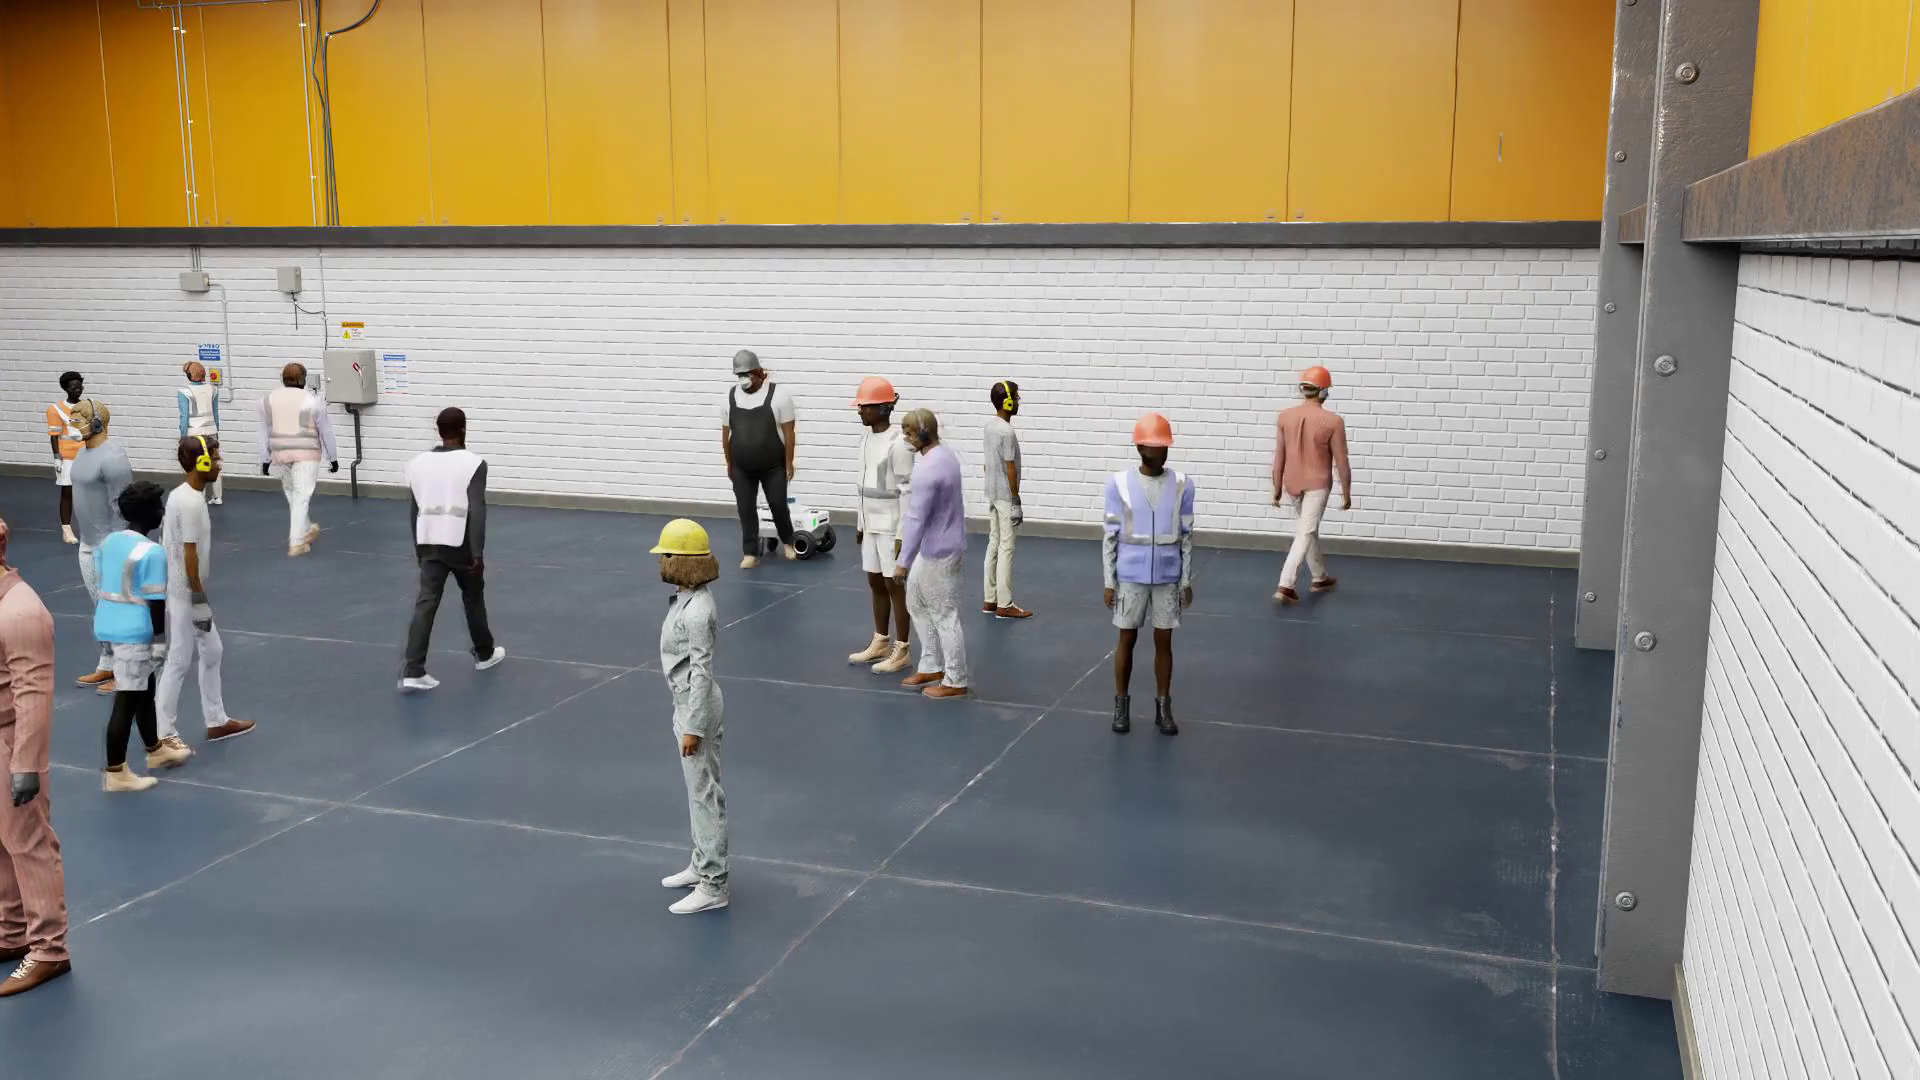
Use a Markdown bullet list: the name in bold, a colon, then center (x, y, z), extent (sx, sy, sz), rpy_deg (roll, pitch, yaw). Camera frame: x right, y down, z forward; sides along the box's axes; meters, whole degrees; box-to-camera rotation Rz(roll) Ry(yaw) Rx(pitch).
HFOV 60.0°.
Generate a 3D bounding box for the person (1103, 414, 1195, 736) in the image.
- **person**: center (1.134, 0.212, 9.963), extent (0.553, 1.936, 0.480), rpy_deg (0, 10, -2)

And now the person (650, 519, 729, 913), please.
- **person**: center (-1.193, 0.768, 7.333), extent (0.297, 1.745, 0.484), rpy_deg (-2, 10, -13)

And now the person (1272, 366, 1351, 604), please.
- **person**: center (2.891, -0.461, 13.708), extent (0.641, 1.945, 1.038), rpy_deg (9, 14, 43)

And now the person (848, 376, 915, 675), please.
- **person**: center (-0.554, -0.100, 11.375), extent (0.392, 2.041, 0.615), rpy_deg (-6, 12, -32)

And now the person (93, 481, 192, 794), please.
- **person**: center (-4.419, 0.510, 9.017), extent (0.553, 1.661, 0.636), rpy_deg (8, 13, 37)

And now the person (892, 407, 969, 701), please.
- **person**: center (-0.221, 0.099, 10.647), extent (0.642, 1.902, 0.639), rpy_deg (2, 10, 9)

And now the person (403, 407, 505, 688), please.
- **person**: center (-3.435, 0.047, 11.159), extent (0.633, 1.847, 1.032), rpy_deg (2, 10, 13)

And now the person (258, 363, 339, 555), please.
- **person**: center (-6.288, -0.796, 15.966), extent (0.662, 1.800, 0.910), rpy_deg (1, 10, 5)

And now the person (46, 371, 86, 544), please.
- **person**: center (-8.686, -0.816, 16.380), extent (0.319, 1.695, 0.538), rpy_deg (6, 12, 30)

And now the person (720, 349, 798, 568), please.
- **person**: center (-1.830, -0.771, 15.160), extent (0.705, 2.000, 0.736), rpy_deg (1, 10, 8)

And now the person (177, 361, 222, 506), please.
- **person**: center (-8.462, -1.168, 18.525), extent (0.308, 1.641, 0.516), rpy_deg (4, 11, 24)

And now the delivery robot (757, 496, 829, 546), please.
- **delivery robot**: center (-1.606, -0.175, 15.723), extent (0.707, 0.478, 0.477), rpy_deg (4, 11, 21)

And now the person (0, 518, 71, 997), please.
- **person**: center (-3.812, 0.823, 6.553), extent (0.643, 1.913, 0.408), rpy_deg (7, 12, 35)

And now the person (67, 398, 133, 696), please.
- **person**: center (-5.602, 0.040, 10.881), extent (0.630, 1.940, 0.372), rpy_deg (9, 13, 41)

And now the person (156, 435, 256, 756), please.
- **person**: center (-4.429, 0.319, 9.629), extent (0.595, 1.836, 0.533), rpy_deg (-4, 11, -23)

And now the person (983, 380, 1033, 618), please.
- **person**: center (0.360, -0.319, 13.090), extent (0.328, 1.876, 0.513), rpy_deg (-4, 11, -23)
